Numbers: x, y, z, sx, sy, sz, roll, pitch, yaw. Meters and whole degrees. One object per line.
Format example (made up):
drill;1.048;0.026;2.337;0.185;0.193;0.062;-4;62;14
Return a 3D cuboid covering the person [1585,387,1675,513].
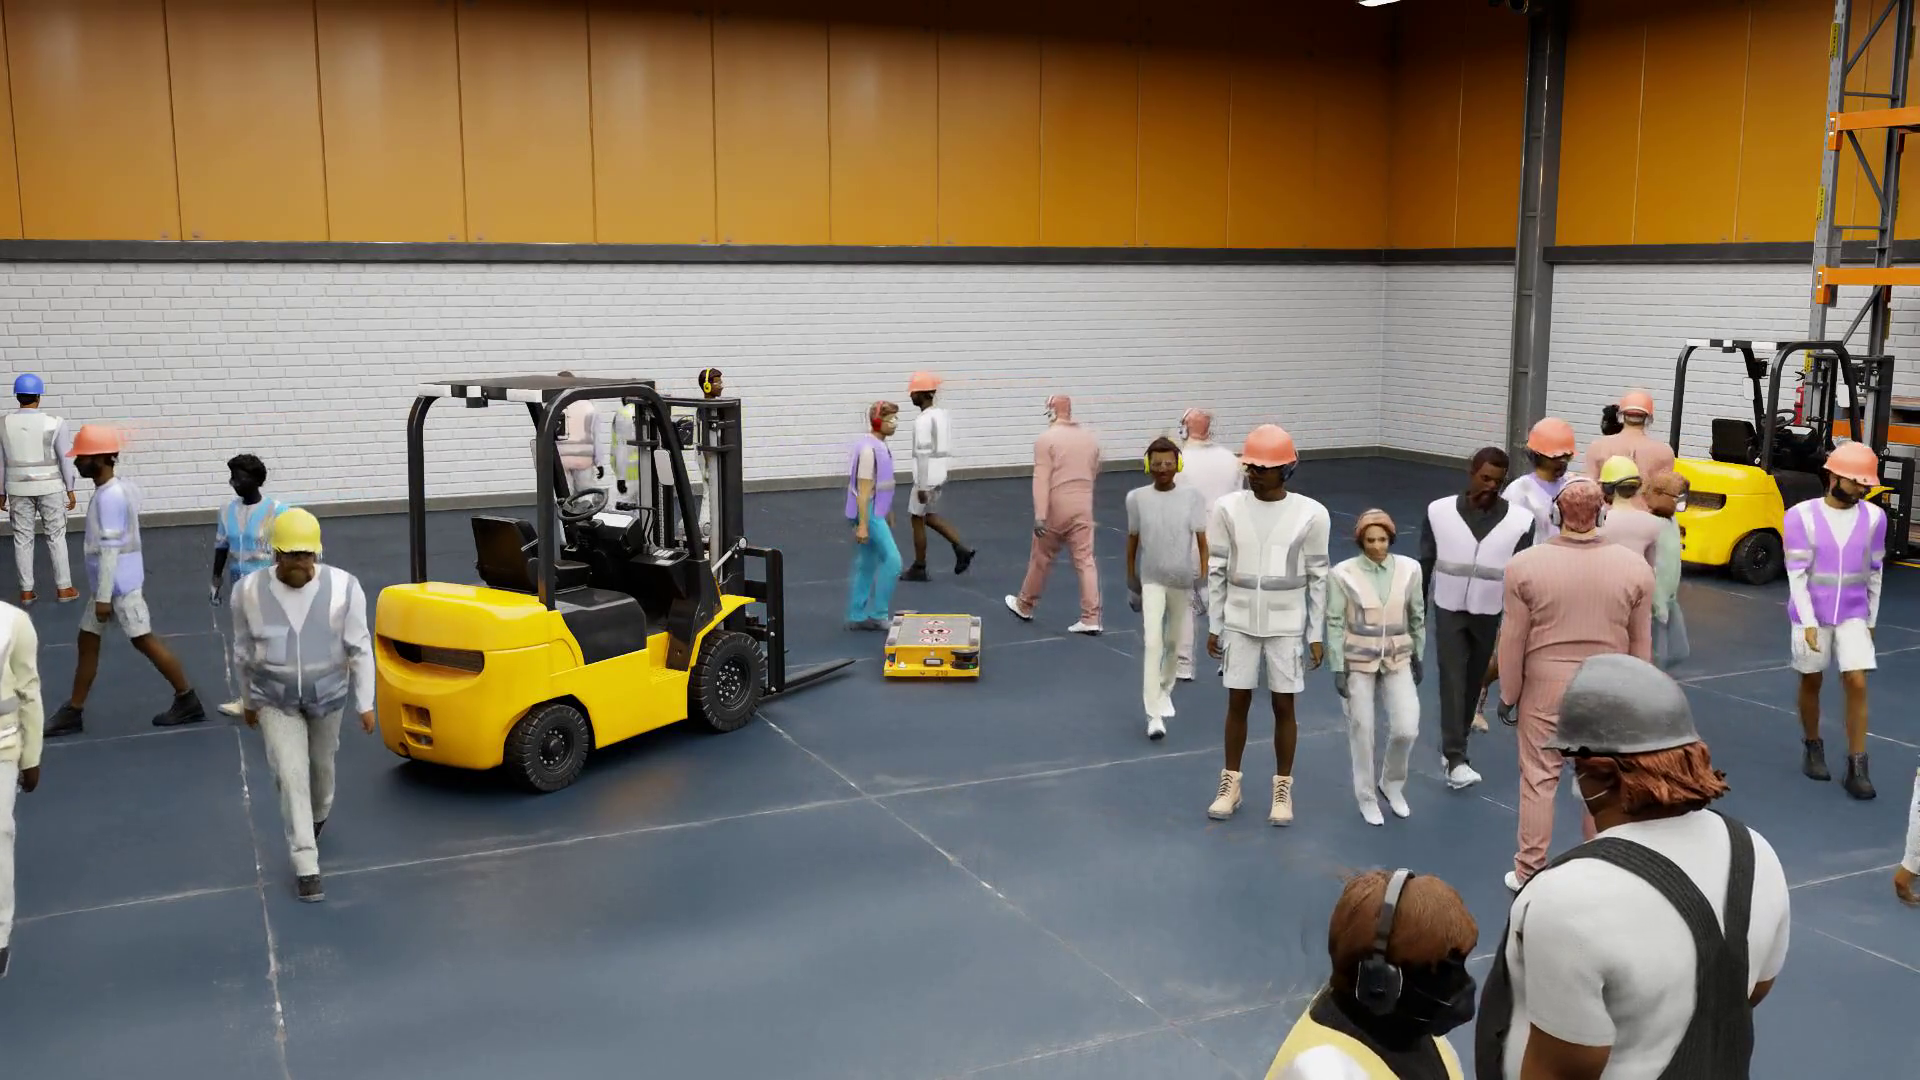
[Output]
person;4.758;-0.098;11.882;0.610;1.979;0.726;3;10;15

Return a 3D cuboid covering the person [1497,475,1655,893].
person;2.698;0.665;7.362;0.642;1.913;0.409;1;9;8

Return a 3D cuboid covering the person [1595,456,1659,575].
person;3.771;0.369;9.724;0.553;1.725;0.846;-3;10;-16

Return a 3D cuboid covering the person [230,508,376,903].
person;-3.036;0.689;7.721;0.595;1.765;0.963;-4;10;-23

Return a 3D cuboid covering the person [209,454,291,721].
person;-4.473;0.293;10.431;0.553;1.651;0.843;3;10;20

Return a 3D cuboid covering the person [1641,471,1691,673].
person;4.204;0.385;9.992;0.354;1.620;0.503;8;12;43

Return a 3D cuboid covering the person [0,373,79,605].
person;-7.794;-0.429;14.031;0.615;1.945;0.404;-3;10;-17

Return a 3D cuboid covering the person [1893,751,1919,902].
person;3.260;1.033;5.119;0.560;1.912;0.886;2;9;12

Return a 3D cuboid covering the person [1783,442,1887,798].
person;4.693;0.420;8.926;0.543;1.887;0.814;2;9;12

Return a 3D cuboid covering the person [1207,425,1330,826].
person;1.541;0.433;8.409;0.607;2.039;0.395;4;10;23

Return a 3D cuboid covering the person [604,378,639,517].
person;-3.127;-0.616;15.657;0.626;1.802;0.654;4;10;24

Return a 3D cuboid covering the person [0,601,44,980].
person;-3.974;0.828;6.642;0.601;1.812;0.545;-3;10;-17

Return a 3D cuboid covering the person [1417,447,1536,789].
person;2.796;0.407;9.112;0.618;1.861;0.950;2;9;11

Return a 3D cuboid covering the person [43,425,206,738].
person;-5.122;0.243;10.068;0.977;1.890;0.558;-5;11;-29

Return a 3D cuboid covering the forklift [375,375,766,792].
forklift;-2.268;0.149;9.685;1.214;2.155;2.313;6;11;32

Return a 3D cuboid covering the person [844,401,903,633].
person;-0.624;-0.166;12.788;0.584;1.812;0.716;1;9;5

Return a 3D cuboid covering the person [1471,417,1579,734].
person;3.333;0.246;9.746;0.632;1.986;1.016;-8;12;-39

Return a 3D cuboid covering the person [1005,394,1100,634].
person;0.771;-0.207;13.014;0.692;1.842;1.034;-6;11;-33

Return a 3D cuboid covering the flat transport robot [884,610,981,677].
flat transport robot;-0.179;0.735;12.000;0.652;0.197;1.431;0;9;1

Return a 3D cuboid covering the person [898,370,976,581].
person;-0.246;-0.563;14.938;0.631;1.925;0.557;3;10;20

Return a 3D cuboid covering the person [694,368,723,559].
person;-2.402;-0.722;16.126;0.328;1.862;0.509;0;9;-3

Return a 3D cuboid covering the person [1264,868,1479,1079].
person;0.729;1.443;2.922;0.978;1.791;0.646;5;10;29

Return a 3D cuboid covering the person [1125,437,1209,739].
person;1.255;0.273;10.149;0.497;1.809;1.024;0;9;2

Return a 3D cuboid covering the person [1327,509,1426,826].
person;2.091;0.645;8.358;0.532;1.621;0.374;-1;9;-5

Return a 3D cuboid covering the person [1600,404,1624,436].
person;5.610;-0.316;14.134;0.594;1.681;0.543;5;10;26

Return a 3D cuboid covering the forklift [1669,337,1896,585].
forklift;7.551;-0.789;15.507;2.313;2.155;1.214;-4;10;-25

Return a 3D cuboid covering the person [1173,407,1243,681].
person;1.659;0.044;11.298;0.685;1.884;0.553;-5;10;-28

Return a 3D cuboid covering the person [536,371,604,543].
person;-3.842;-0.748;16.379;0.656;1.828;0.452;-3;10;-18
